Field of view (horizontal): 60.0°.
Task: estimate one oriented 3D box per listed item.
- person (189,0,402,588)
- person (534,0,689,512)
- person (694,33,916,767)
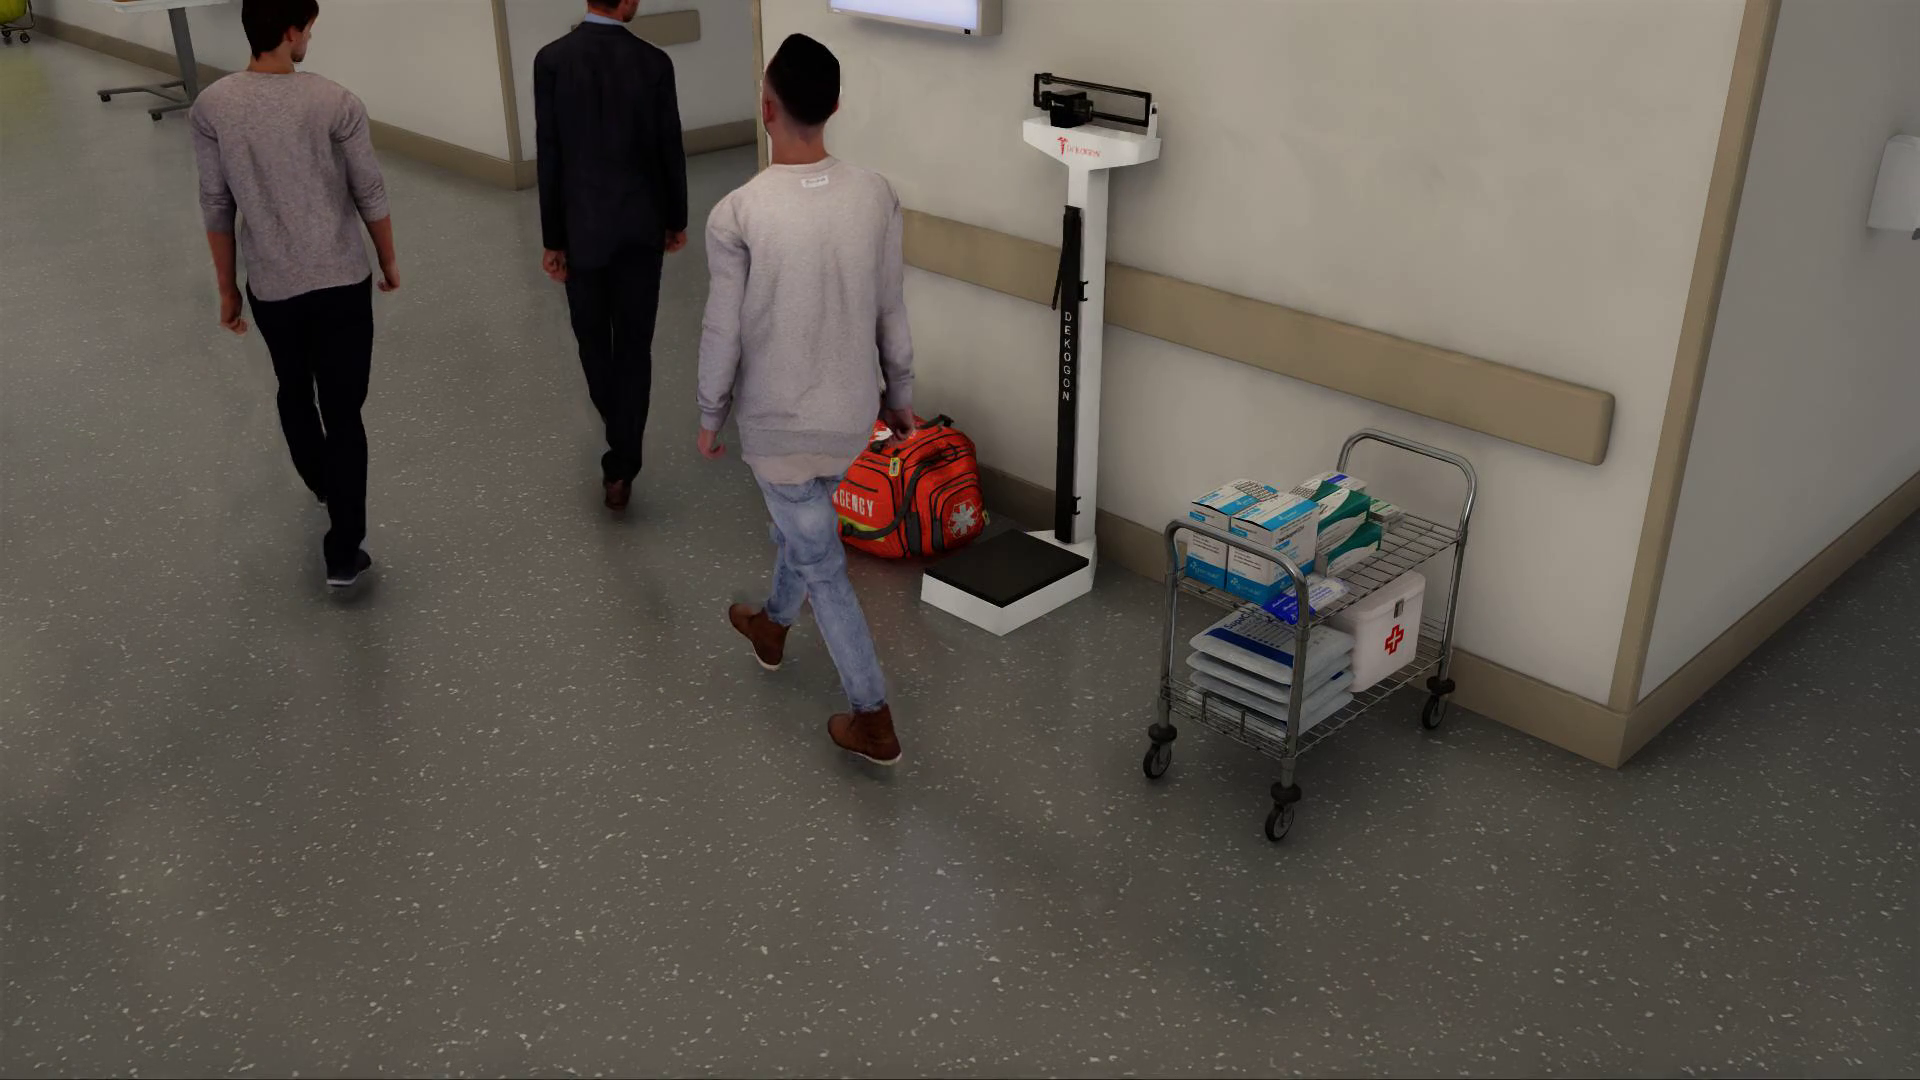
[{"bbox_3d":[-1.998,-0.725,5.066,1.142,1.785,1.246,-3,26,-5],"label":"person"},{"bbox_3d":[-1.162,-0.985,5.574,1.121,1.813,1.284,-5,26,-10],"label":"person"},{"bbox_3d":[-0.337,-0.267,4.110,0.800,1.790,1.160,-18,31,-33],"label":"person"}]
